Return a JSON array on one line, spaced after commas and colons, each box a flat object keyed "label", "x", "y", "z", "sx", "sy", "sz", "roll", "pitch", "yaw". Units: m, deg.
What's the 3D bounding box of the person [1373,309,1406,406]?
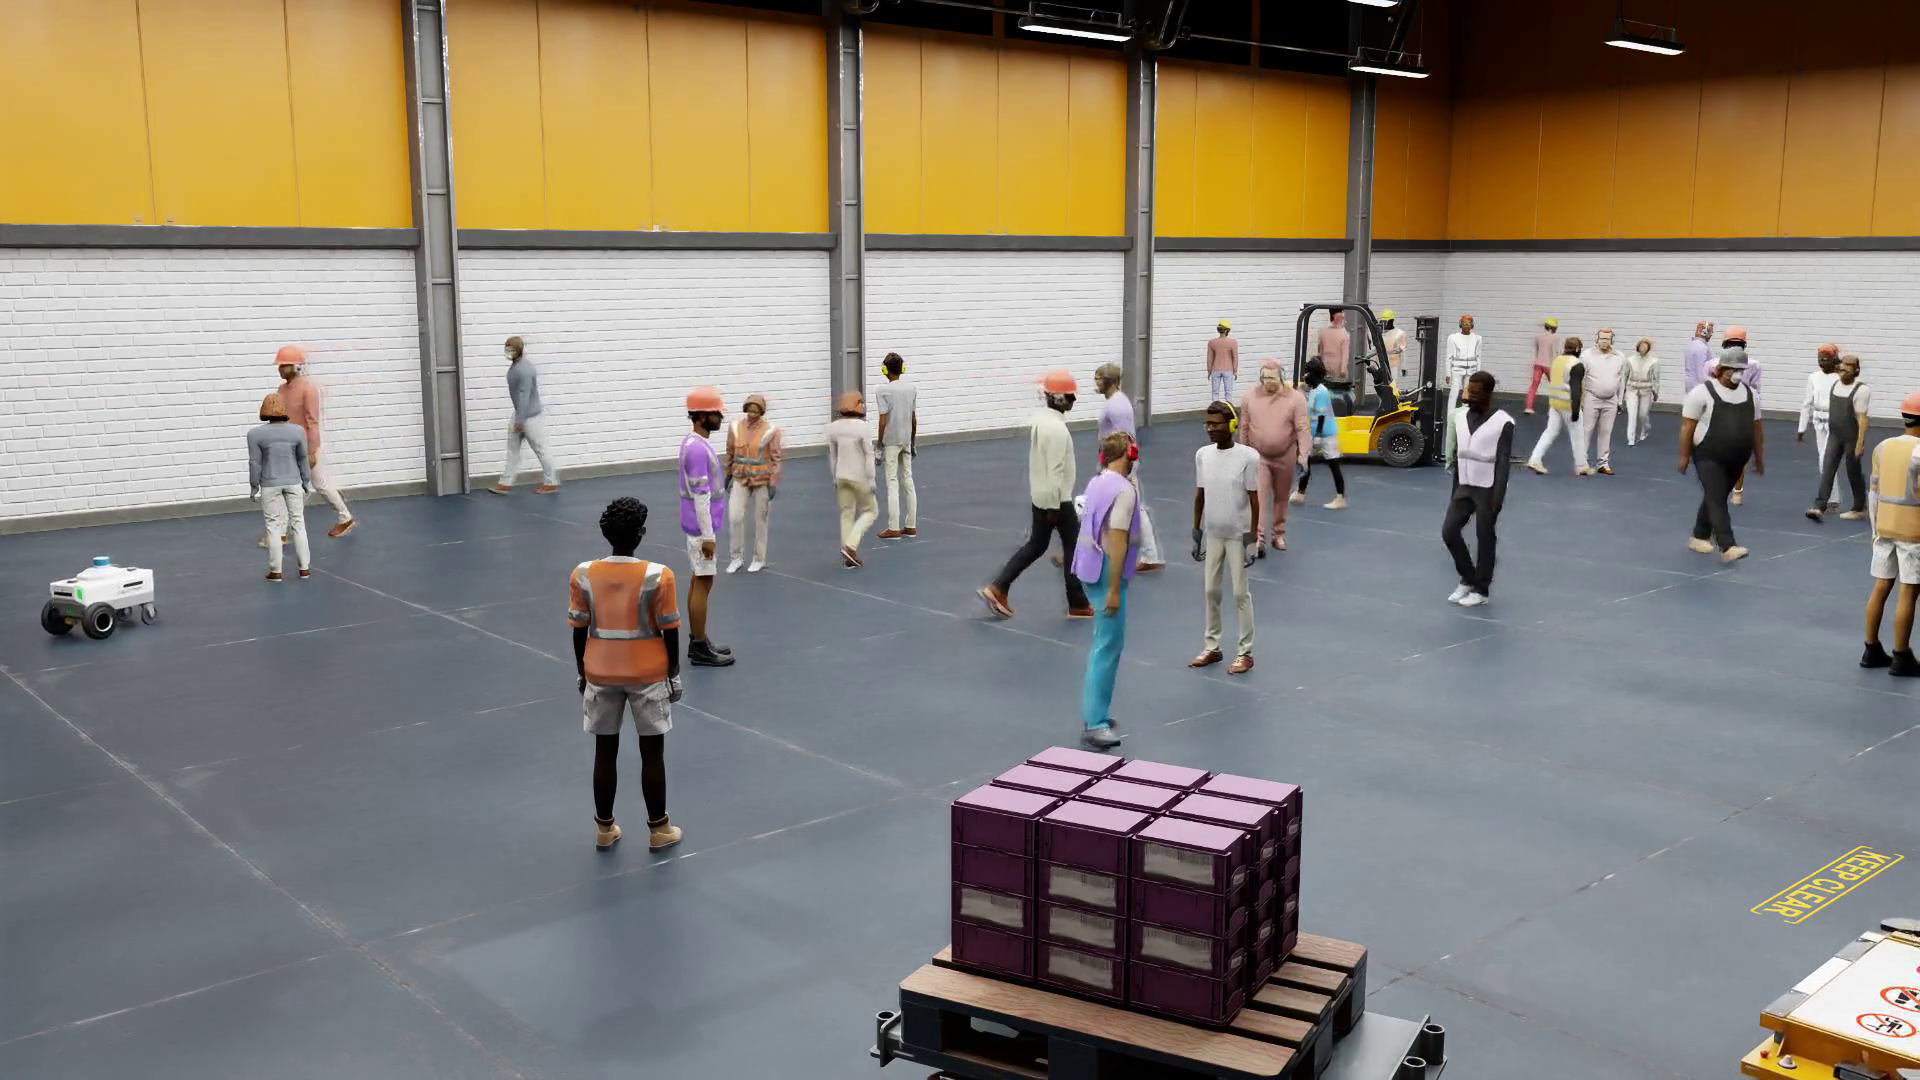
[{"label": "person", "x": 7.430, "y": -3.051, "z": 28.839, "sx": 0.596, "sy": 1.912, "sz": 0.428, "roll": 8, "pitch": 12, "yaw": 38}]

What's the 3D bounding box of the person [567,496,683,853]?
[{"label": "person", "x": -1.566, "y": 0.639, "z": 7.851, "sx": 0.541, "sy": 1.695, "sz": 0.316, "roll": 1, "pitch": 10, "yaw": 7}]

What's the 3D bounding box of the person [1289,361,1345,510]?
[{"label": "person", "x": 3.975, "y": -1.171, "z": 18.583, "sx": 0.699, "sy": 1.645, "sz": 0.550, "roll": -1, "pitch": 10, "yaw": -4}]

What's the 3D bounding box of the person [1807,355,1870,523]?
[{"label": "person", "x": 9.322, "y": -1.056, "z": 17.515, "sx": 0.950, "sy": 1.780, "sz": 0.519, "roll": -4, "pitch": 10, "yaw": -22}]

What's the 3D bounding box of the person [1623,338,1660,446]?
[{"label": "person", "x": 10.185, "y": -2.222, "z": 24.882, "sx": 0.535, "sy": 1.606, "sz": 0.729, "roll": 5, "pitch": 11, "yaw": 26}]

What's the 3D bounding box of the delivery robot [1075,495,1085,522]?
[{"label": "delivery robot", "x": 1.376, "y": -0.298, "z": 16.399, "sx": 0.477, "sy": 0.478, "sz": 0.707, "roll": -2, "pitch": 10, "yaw": -12}]

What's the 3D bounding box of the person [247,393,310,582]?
[{"label": "person", "x": -5.906, "y": -0.457, "z": 14.449, "sx": 0.507, "sy": 1.632, "sz": 0.268, "roll": -7, "pitch": 12, "yaw": -35}]

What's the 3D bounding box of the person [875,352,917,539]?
[{"label": "person", "x": -0.651, "y": -0.934, "z": 16.575, "sx": 0.521, "sy": 1.865, "sz": 0.336, "roll": -8, "pitch": 13, "yaw": -39}]

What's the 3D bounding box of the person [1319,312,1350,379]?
[{"label": "person", "x": 6.352, "y": -2.959, "z": 28.436, "sx": 0.889, "sy": 1.875, "sz": 0.648, "roll": -8, "pitch": 13, "yaw": -39}]

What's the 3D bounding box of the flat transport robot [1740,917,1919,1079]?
[{"label": "flat transport robot", "x": 3.388, "y": 1.687, "z": 5.880, "sx": 1.431, "sy": 0.197, "sz": 0.652, "roll": -9, "pitch": 13, "yaw": -43}]

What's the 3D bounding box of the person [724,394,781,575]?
[{"label": "person", "x": -1.858, "y": -0.490, "z": 14.682, "sx": 0.582, "sy": 1.606, "sz": 0.565, "roll": 2, "pitch": 10, "yaw": 14}]

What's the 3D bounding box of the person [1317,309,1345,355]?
[{"label": "person", "x": 6.628, "y": -3.204, "z": 29.580, "sx": 0.379, "sy": 1.959, "sz": 0.603, "roll": -8, "pitch": 12, "yaw": -38}]

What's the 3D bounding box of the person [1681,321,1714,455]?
[{"label": "person", "x": 10.482, "y": -2.148, "z": 23.571, "sx": 0.407, "sy": 1.904, "sz": 0.639, "roll": 1, "pitch": 10, "yaw": 8}]

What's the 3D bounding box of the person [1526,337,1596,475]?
[{"label": "person", "x": 7.744, "y": -1.718, "z": 21.413, "sx": 0.917, "sy": 1.795, "sz": 0.675, "roll": -2, "pitch": 10, "yaw": -14}]

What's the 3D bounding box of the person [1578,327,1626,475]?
[{"label": "person", "x": 8.249, "y": -1.780, "z": 21.412, "sx": 0.643, "sy": 1.905, "sz": 0.399, "roll": 0, "pitch": 10, "yaw": -3}]

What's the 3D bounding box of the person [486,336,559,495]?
[{"label": "person", "x": -5.156, "y": -1.446, "z": 19.495, "sx": 0.923, "sy": 1.885, "sz": 0.657, "roll": -6, "pitch": 11, "yaw": -31}]

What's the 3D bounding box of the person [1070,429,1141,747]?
[{"label": "person", "x": 0.876, "y": 0.274, "z": 9.686, "sx": 0.411, "sy": 1.802, "sz": 0.742, "roll": -2, "pitch": 10, "yaw": -10}]

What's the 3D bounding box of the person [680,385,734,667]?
[{"label": "person", "x": -1.744, "y": -0.098, "z": 11.480, "sx": 0.368, "sy": 1.934, "sz": 0.559, "roll": -2, "pitch": 10, "yaw": -11}]

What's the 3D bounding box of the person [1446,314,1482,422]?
[{"label": "person", "x": 8.070, "y": -2.669, "z": 26.669, "sx": 0.581, "sy": 1.882, "sz": 0.339, "roll": -1, "pitch": 10, "yaw": -4}]

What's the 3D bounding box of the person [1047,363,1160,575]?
[{"label": "person", "x": 1.303, "y": -0.613, "z": 14.641, "sx": 1.015, "sy": 1.877, "sz": 0.650, "roll": 1, "pitch": 10, "yaw": 8}]

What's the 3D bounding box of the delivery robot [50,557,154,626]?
[{"label": "delivery robot", "x": -6.430, "y": 0.370, "z": 12.488, "sx": 0.477, "sy": 0.478, "sz": 0.707, "roll": 4, "pitch": 11, "yaw": 22}]

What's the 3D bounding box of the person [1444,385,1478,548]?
[{"label": "person", "x": 4.944, "y": -0.733, "z": 16.067, "sx": 0.509, "sy": 1.632, "sz": 0.269, "roll": 3, "pitch": 10, "yaw": 16}]

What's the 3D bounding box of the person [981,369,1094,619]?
[{"label": "person", "x": 0.640, "y": -0.340, "z": 12.812, "sx": 0.922, "sy": 1.967, "sz": 0.607, "roll": -3, "pitch": 10, "yaw": -15}]

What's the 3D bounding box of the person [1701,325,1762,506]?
[{"label": "person", "x": 8.654, "y": -1.392, "z": 18.730, "sx": 0.607, "sy": 2.044, "sz": 0.378, "roll": 2, "pitch": 10, "yaw": 11}]

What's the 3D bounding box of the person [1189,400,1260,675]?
[{"label": "person", "x": 1.798, "y": -0.019, "z": 11.248, "sx": 0.515, "sy": 1.862, "sz": 0.359, "roll": 9, "pitch": 13, "yaw": 41}]

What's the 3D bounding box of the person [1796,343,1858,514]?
[{"label": "person", "x": 9.442, "y": -1.210, "z": 18.184, "sx": 0.694, "sy": 1.859, "sz": 0.616, "roll": -4, "pitch": 10, "yaw": -21}]

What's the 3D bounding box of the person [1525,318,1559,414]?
[{"label": "person", "x": 10.480, "y": -3.100, "z": 29.694, "sx": 0.923, "sy": 1.717, "sz": 0.541, "roll": -6, "pitch": 11, "yaw": -31}]

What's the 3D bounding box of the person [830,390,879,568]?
[{"label": "person", "x": -0.947, "y": -0.540, "z": 14.955, "sx": 0.526, "sy": 1.619, "sz": 0.354, "roll": 7, "pitch": 12, "yaw": 36}]

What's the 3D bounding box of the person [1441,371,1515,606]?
[{"label": "person", "x": 4.136, "y": -0.401, "z": 13.325, "sx": 0.496, "sy": 1.901, "sz": 0.626, "roll": -6, "pitch": 11, "yaw": -31}]

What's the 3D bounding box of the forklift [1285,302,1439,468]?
[{"label": "forklift", "x": 5.320, "y": -2.157, "z": 22.763, "sx": 2.313, "sy": 2.155, "sz": 1.214, "roll": 3, "pitch": 10, "yaw": 16}]

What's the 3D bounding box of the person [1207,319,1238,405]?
[{"label": "person", "x": 4.392, "y": -2.802, "z": 27.820, "sx": 0.524, "sy": 1.759, "sz": 0.337, "roll": 4, "pitch": 10, "yaw": 21}]

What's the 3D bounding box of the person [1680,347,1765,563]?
[{"label": "person", "x": 7.121, "y": -0.826, "z": 15.423, "sx": 0.693, "sy": 2.000, "sz": 1.033, "roll": -2, "pitch": 10, "yaw": -10}]

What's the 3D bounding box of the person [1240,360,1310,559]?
[{"label": "person", "x": 2.951, "y": -0.762, "z": 15.629, "sx": 0.659, "sy": 1.840, "sz": 1.022, "roll": 3, "pitch": 10, "yaw": 15}]

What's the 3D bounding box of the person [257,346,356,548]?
[{"label": "person", "x": -6.445, "y": -0.937, "z": 16.344, "sx": 0.621, "sy": 1.953, "sz": 1.030, "roll": 6, "pitch": 11, "yaw": 32}]

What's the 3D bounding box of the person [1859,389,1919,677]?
[{"label": "person", "x": 6.386, "y": -0.053, "z": 11.201, "sx": 0.373, "sy": 1.934, "sz": 0.551, "roll": -2, "pitch": 10, "yaw": -13}]
